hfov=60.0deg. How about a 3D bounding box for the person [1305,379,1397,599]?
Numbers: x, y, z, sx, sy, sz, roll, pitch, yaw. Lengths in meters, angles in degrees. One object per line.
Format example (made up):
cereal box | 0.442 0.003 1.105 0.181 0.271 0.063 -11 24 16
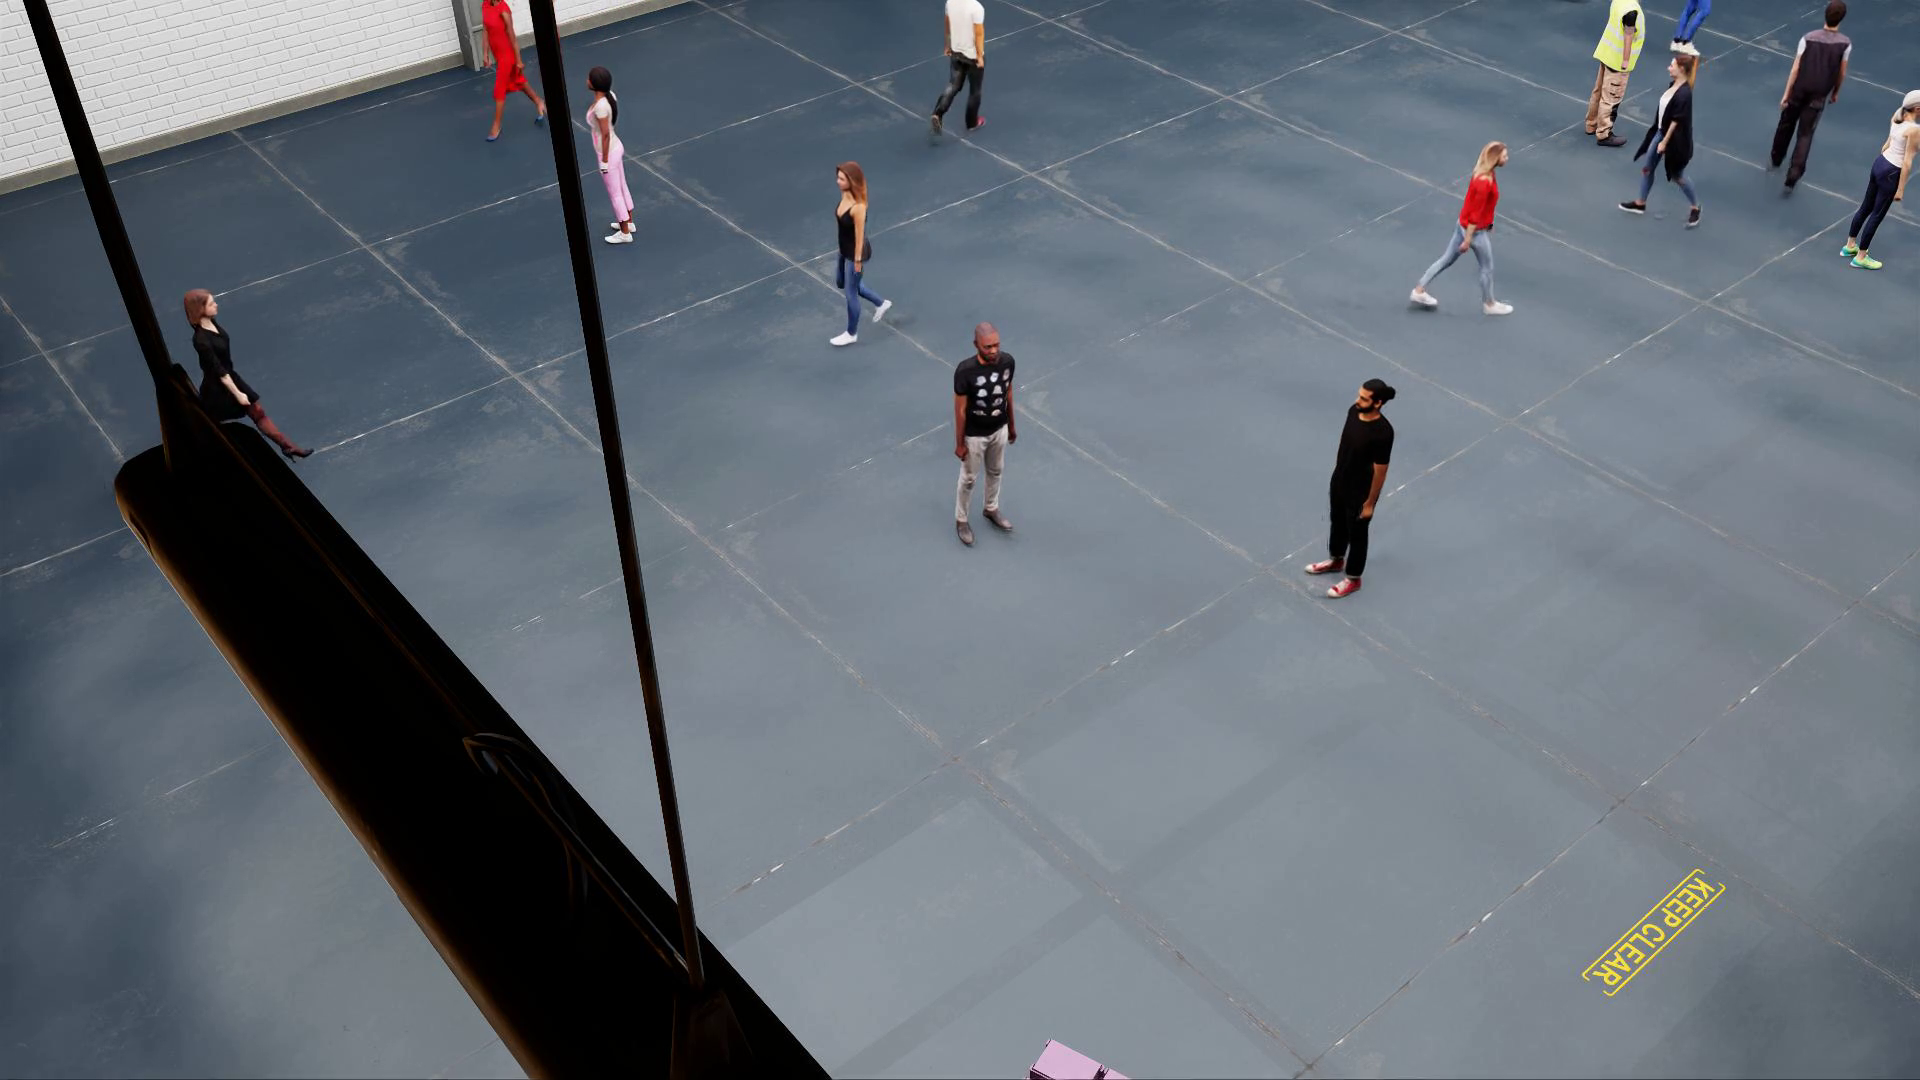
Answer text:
person | 2.788 -0.383 11.669 0.666 1.758 0.694 -15 41 -17

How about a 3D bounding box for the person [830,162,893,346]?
person | -0.855 -2.489 14.343 0.932 1.709 0.763 -12 40 -15

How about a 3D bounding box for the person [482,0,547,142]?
person | -4.764 -5.143 17.677 0.699 1.696 1.143 28 46 31

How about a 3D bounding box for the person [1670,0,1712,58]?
person | 8.557 -6.550 19.390 0.819 1.758 0.677 21 43 24

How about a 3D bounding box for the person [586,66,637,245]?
person | -3.321 -3.659 15.784 0.709 1.741 0.657 2 39 2

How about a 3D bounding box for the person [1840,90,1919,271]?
person | 8.606 -3.365 15.447 0.724 1.702 0.682 0 39 0

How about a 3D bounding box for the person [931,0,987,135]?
person | -0.001 -5.114 17.572 0.779 1.783 1.062 26 45 29

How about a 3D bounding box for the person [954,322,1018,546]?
person | 0.176 -0.812 12.169 0.573 1.804 0.761 -20 43 -23

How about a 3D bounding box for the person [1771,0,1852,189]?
person | 8.521 -4.437 16.704 1.021 1.808 1.267 16 41 19

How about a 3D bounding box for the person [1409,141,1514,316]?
person | 4.441 -2.719 14.713 1.164 1.609 1.118 4 39 5

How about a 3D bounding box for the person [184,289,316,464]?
person | -5.715 -1.114 12.658 1.144 1.664 0.931 -7 39 -8

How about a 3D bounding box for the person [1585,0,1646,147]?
person | 6.938 -5.087 17.488 0.906 1.846 0.855 -1 39 -1

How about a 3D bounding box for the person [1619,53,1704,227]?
person | 6.963 -3.872 16.116 1.091 1.658 1.017 -1 39 -1
